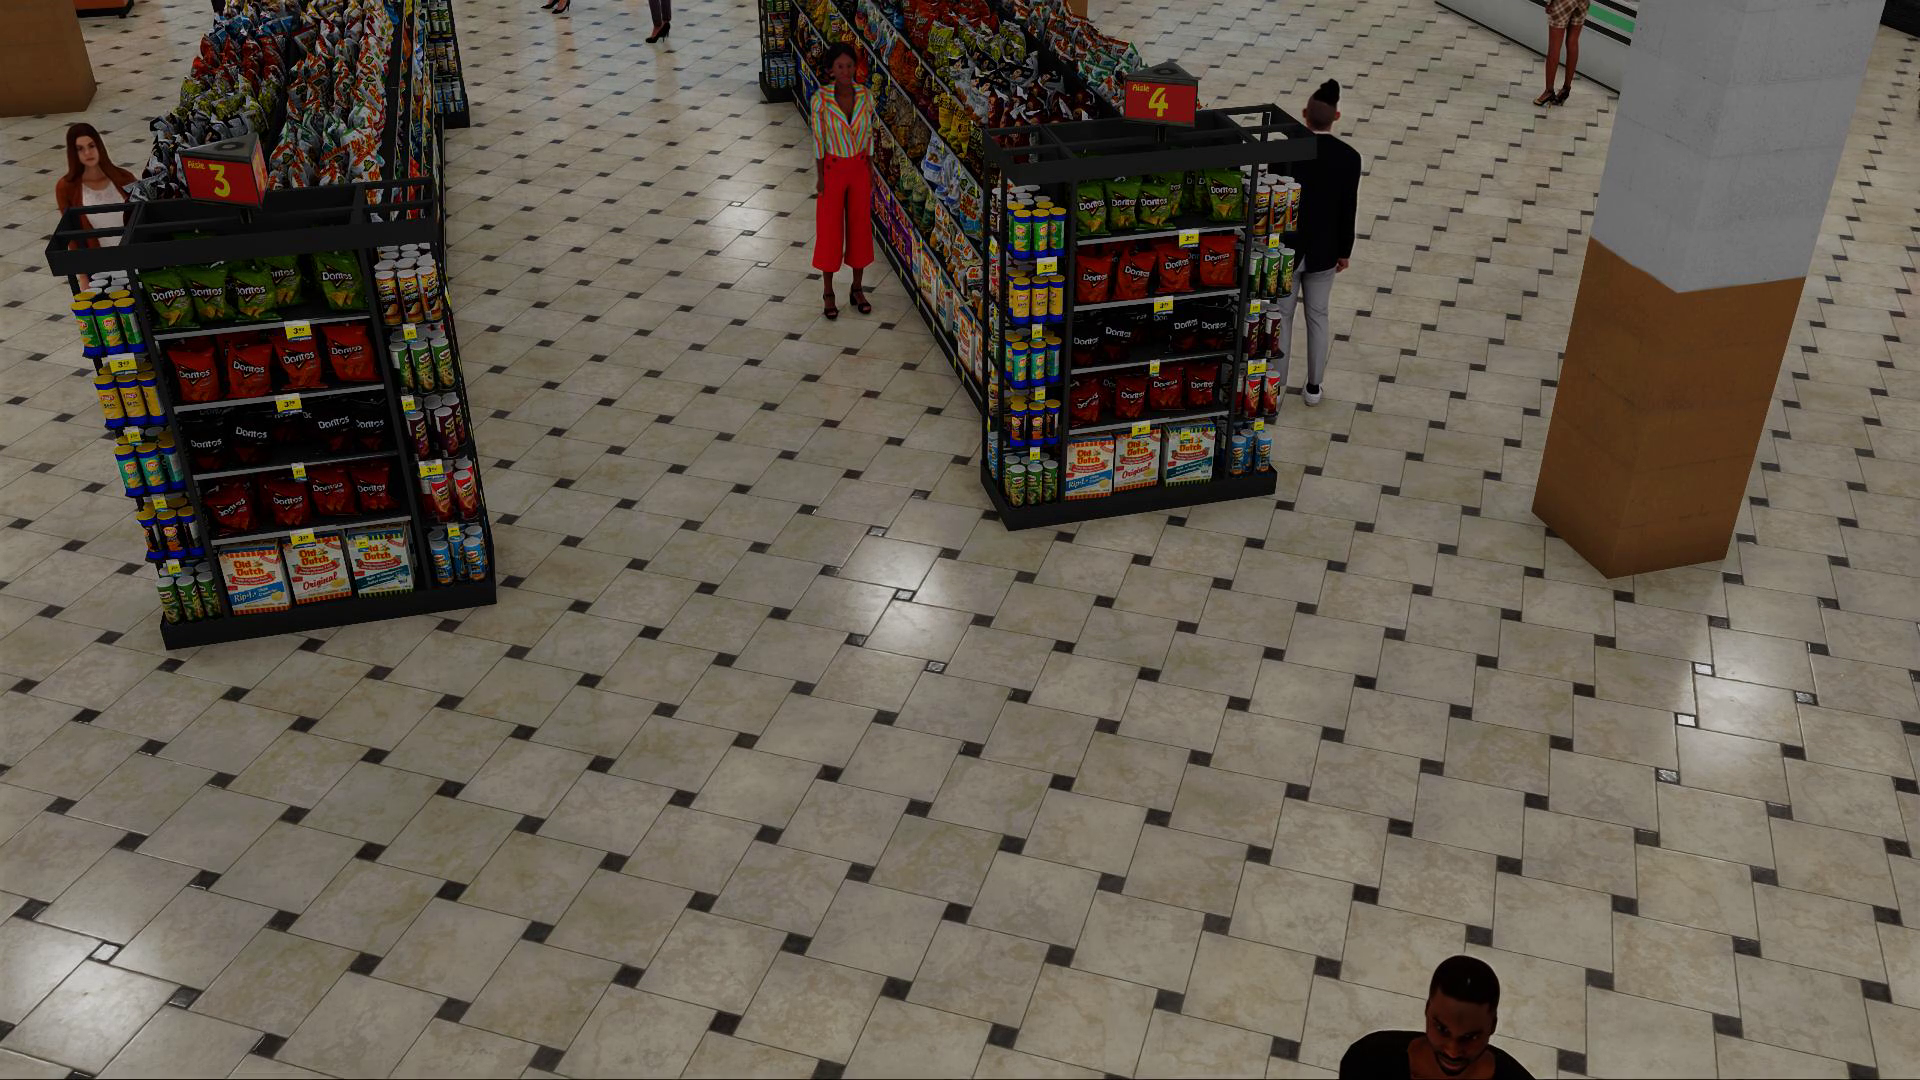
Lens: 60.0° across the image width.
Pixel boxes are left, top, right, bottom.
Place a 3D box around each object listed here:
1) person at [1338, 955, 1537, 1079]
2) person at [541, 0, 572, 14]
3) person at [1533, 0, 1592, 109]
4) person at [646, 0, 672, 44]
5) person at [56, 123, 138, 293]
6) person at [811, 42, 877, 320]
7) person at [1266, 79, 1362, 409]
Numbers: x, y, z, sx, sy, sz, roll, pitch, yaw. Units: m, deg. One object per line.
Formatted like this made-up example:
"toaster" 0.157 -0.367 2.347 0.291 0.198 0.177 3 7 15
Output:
"person" 1.140 1.730 4.196 0.717 1.806 0.705 8 33 12
"person" -4.296 -6.434 17.305 0.854 1.818 0.763 -19 37 -28
"person" 5.321 -4.679 14.506 0.578 1.795 0.545 -9 33 -14
"person" -3.037 -5.763 16.370 0.741 1.666 0.640 10 33 15
"person" -4.847 -1.564 9.567 0.699 1.723 0.696 -22 38 -31
"person" -0.739 -2.298 10.681 0.625 1.792 0.552 -12 34 -18
"person" 1.981 -1.689 9.553 0.769 1.950 0.684 0 32 0
